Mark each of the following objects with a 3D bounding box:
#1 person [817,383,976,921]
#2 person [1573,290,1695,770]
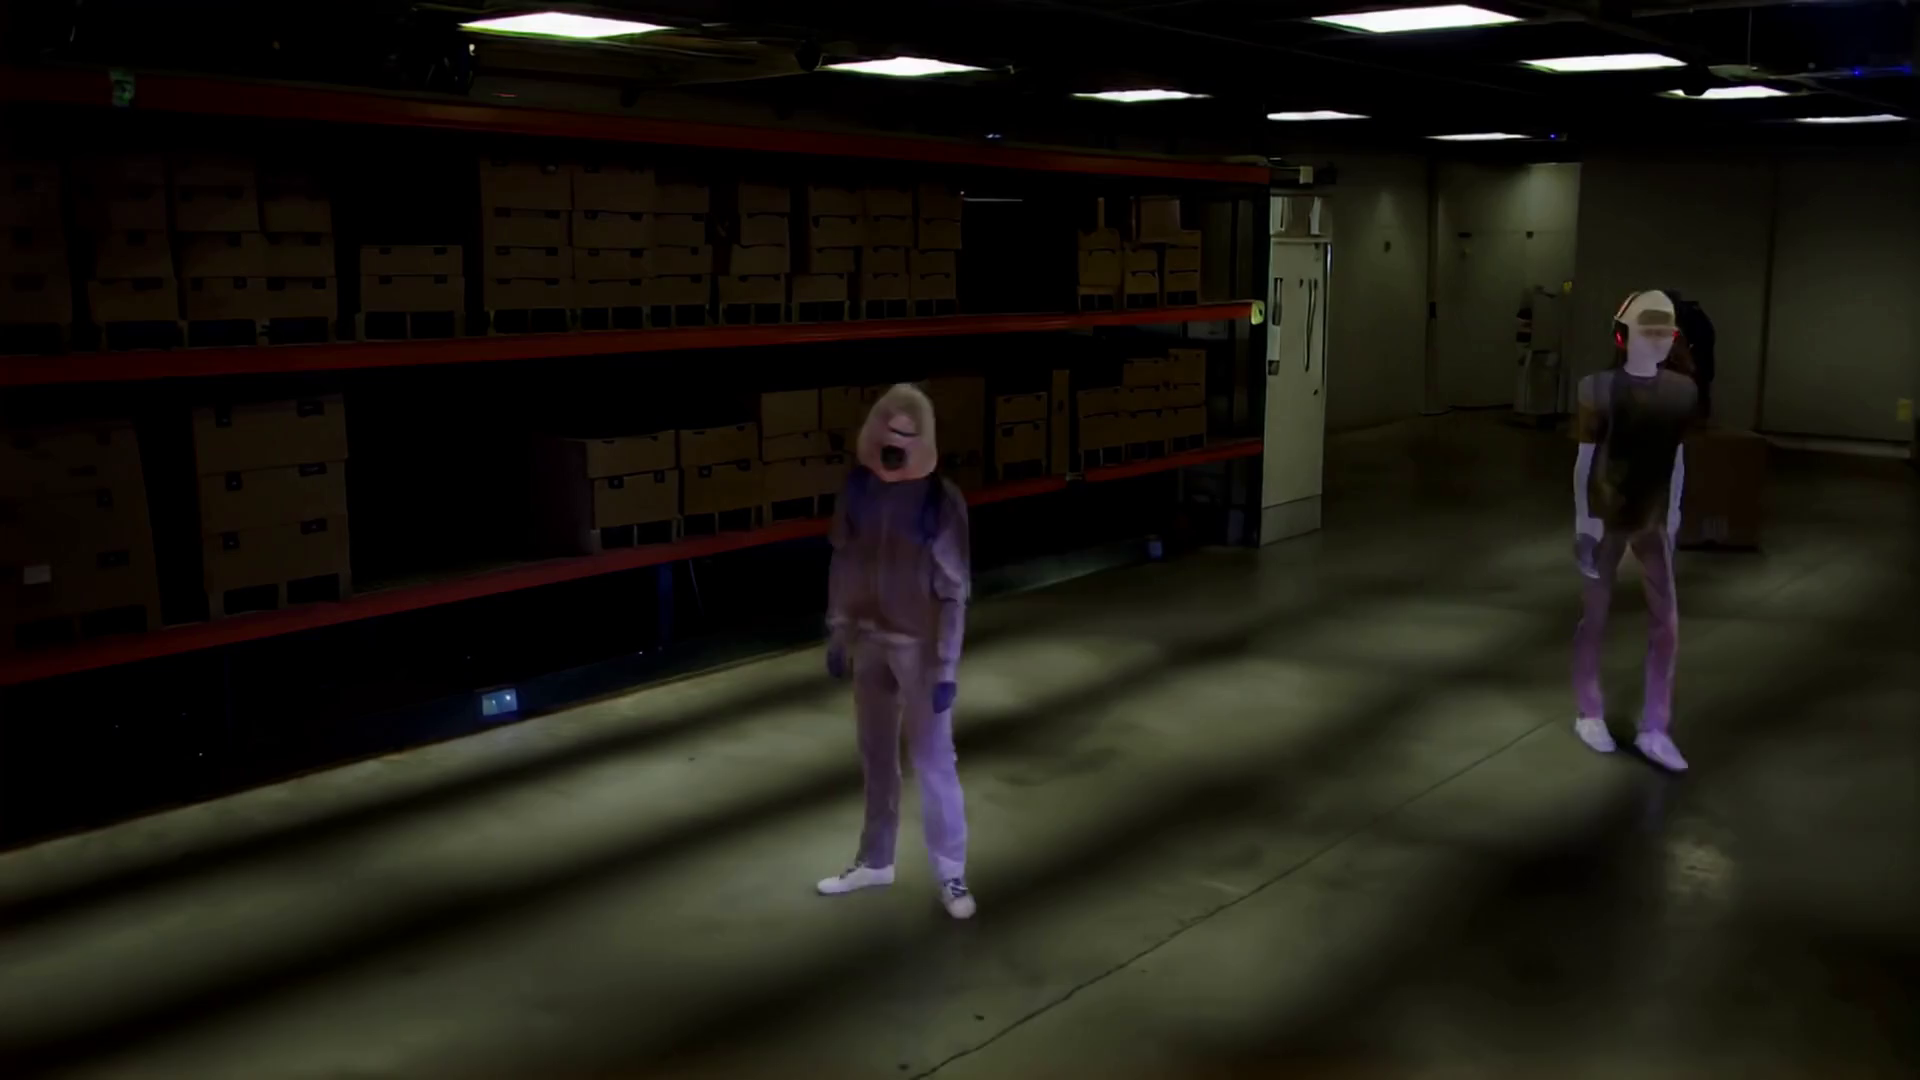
[{"bbox_3d":[-0.194,0.339,5.034,0.593,1.618,0.314,7,12,35],"label":"person"},{"bbox_3d":[2.626,-0.037,6.493,0.501,1.850,0.711,0,10,-2],"label":"person"}]
